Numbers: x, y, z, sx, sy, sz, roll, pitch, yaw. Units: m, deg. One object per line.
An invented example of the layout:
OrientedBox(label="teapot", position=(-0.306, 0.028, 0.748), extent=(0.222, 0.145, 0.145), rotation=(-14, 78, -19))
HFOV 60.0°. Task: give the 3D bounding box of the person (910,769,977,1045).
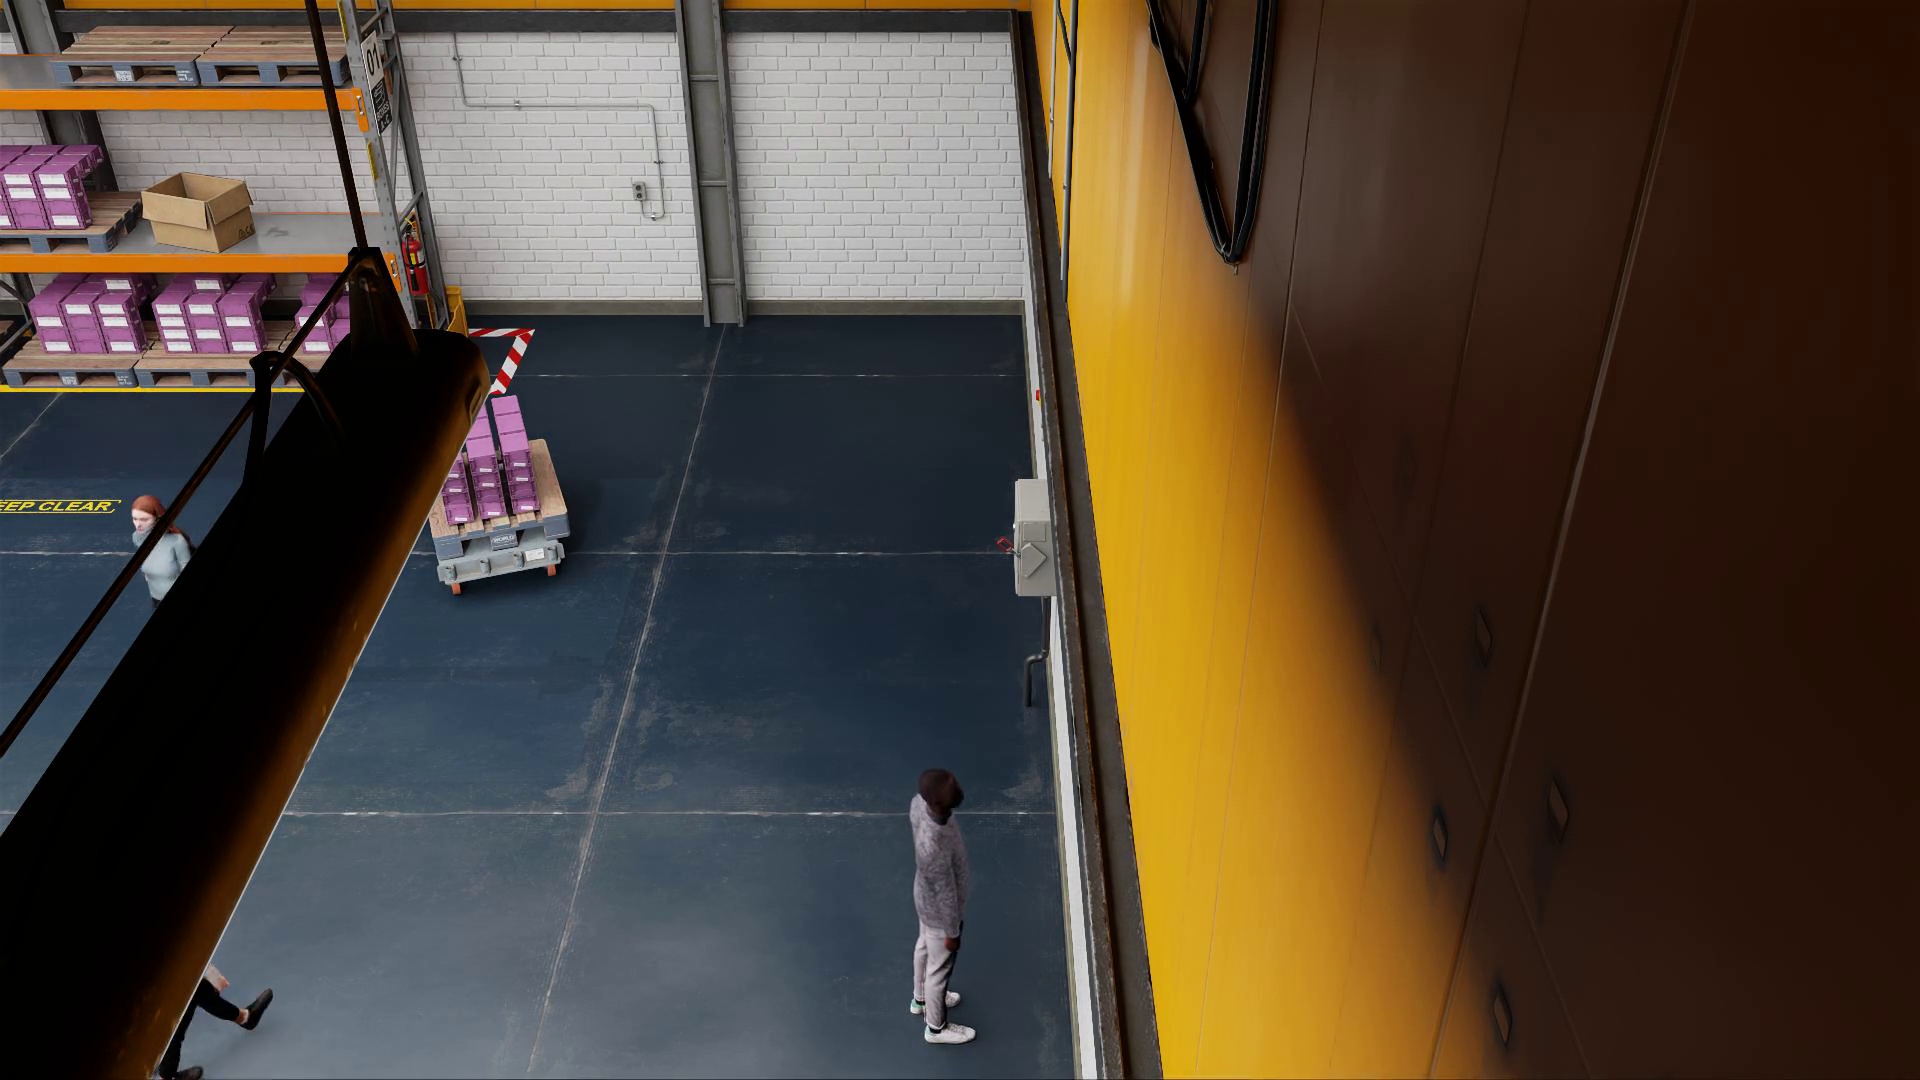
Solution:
OrientedBox(label="person", position=(-0.124, 1.921, 8.833), extent=(0.632, 1.839, 0.741), rotation=(-7, 34, -10))

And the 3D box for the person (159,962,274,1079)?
OrientedBox(label="person", position=(-4.114, 2.315, 8.596), extent=(0.988, 1.444, 0.967), rotation=(21, 39, 28))

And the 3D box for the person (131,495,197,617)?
OrientedBox(label="person", position=(-5.210, 0.414, 11.196), extent=(0.748, 1.732, 0.727), rotation=(7, 34, 11))
